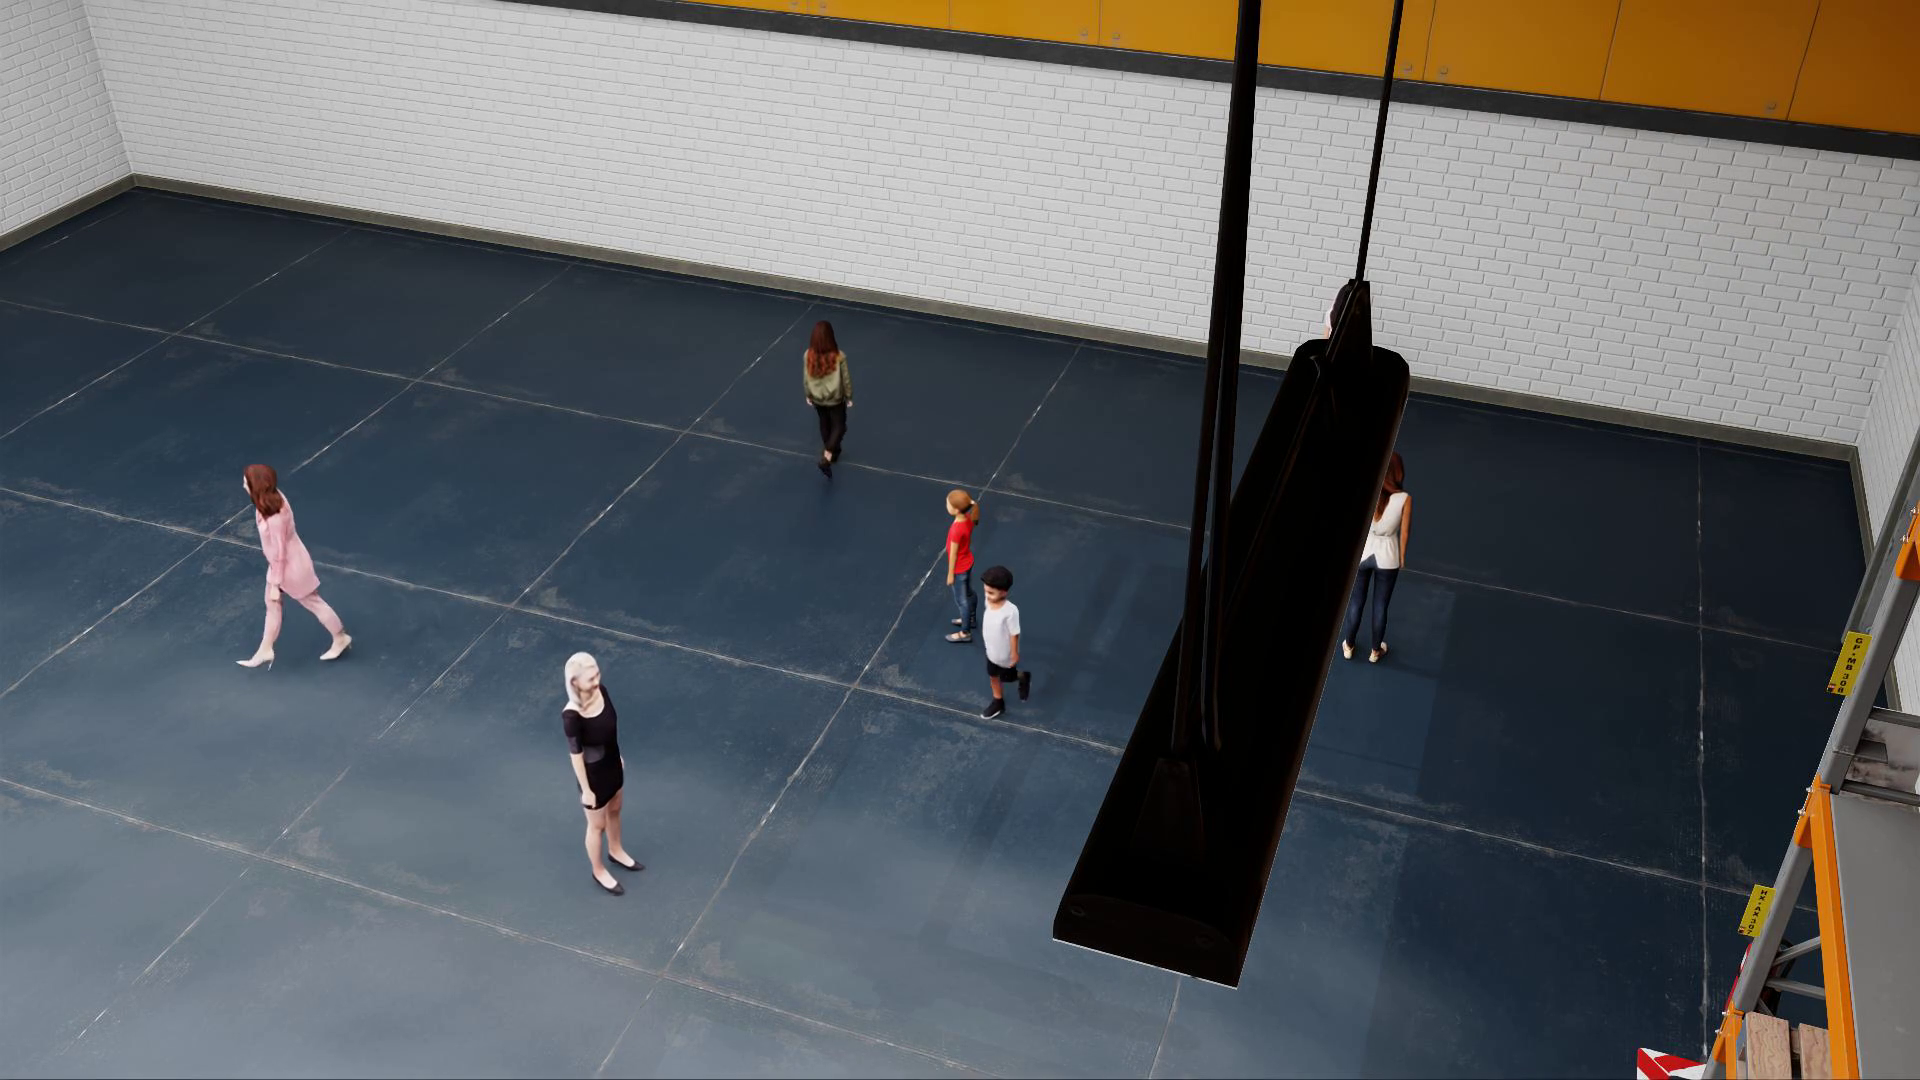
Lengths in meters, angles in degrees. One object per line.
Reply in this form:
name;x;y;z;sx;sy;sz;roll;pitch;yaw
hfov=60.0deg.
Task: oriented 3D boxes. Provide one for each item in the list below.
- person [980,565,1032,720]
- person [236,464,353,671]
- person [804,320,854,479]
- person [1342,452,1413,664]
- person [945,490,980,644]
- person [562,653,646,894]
person;0.335;0.710;11.982;0.643;1.246;0.778;26;42;34
person;-4.846;0.199;12.283;1.142;1.766;1.054;-16;37;-23
person;-1.173;-1.233;14.710;0.625;1.463;0.880;8;34;12
person;3.083;0.143;12.350;0.588;1.783;0.509;12;36;18
person;0.022;0.190;12.710;0.534;1.306;0.421;9;35;13
person;-2.265;1.439;10.358;0.629;1.831;0.415;11;35;16
